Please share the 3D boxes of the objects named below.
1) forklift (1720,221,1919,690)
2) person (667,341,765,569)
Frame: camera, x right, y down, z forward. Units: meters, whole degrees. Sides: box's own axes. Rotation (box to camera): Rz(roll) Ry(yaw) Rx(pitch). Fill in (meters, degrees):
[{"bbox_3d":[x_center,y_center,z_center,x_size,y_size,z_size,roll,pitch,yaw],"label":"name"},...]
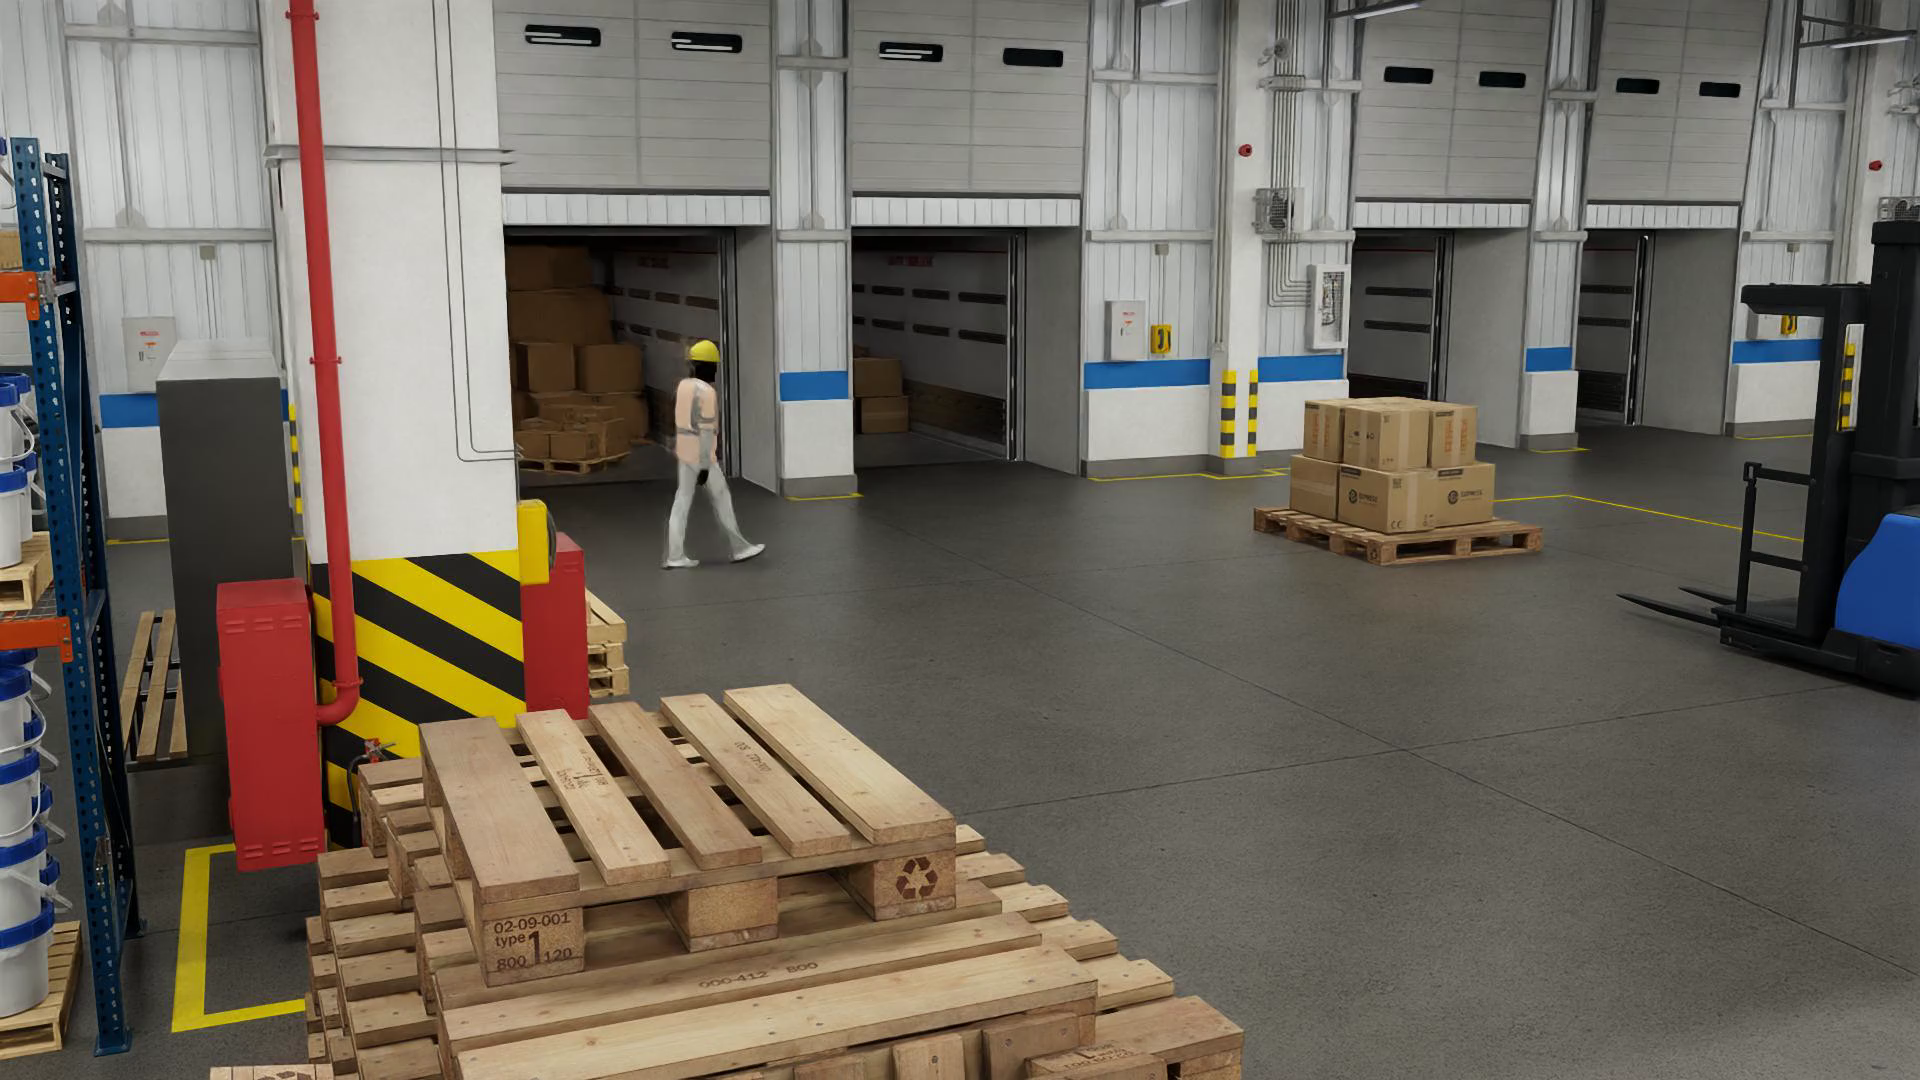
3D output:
[{"bbox_3d":[5.949,-0.550,10.218,1.129,2.768,1.873,-4,11,-23],"label":"forklift"},{"bbox_3d":[-2.077,-0.711,13.875,0.949,1.880,0.594,-9,14,-41],"label":"person"}]
